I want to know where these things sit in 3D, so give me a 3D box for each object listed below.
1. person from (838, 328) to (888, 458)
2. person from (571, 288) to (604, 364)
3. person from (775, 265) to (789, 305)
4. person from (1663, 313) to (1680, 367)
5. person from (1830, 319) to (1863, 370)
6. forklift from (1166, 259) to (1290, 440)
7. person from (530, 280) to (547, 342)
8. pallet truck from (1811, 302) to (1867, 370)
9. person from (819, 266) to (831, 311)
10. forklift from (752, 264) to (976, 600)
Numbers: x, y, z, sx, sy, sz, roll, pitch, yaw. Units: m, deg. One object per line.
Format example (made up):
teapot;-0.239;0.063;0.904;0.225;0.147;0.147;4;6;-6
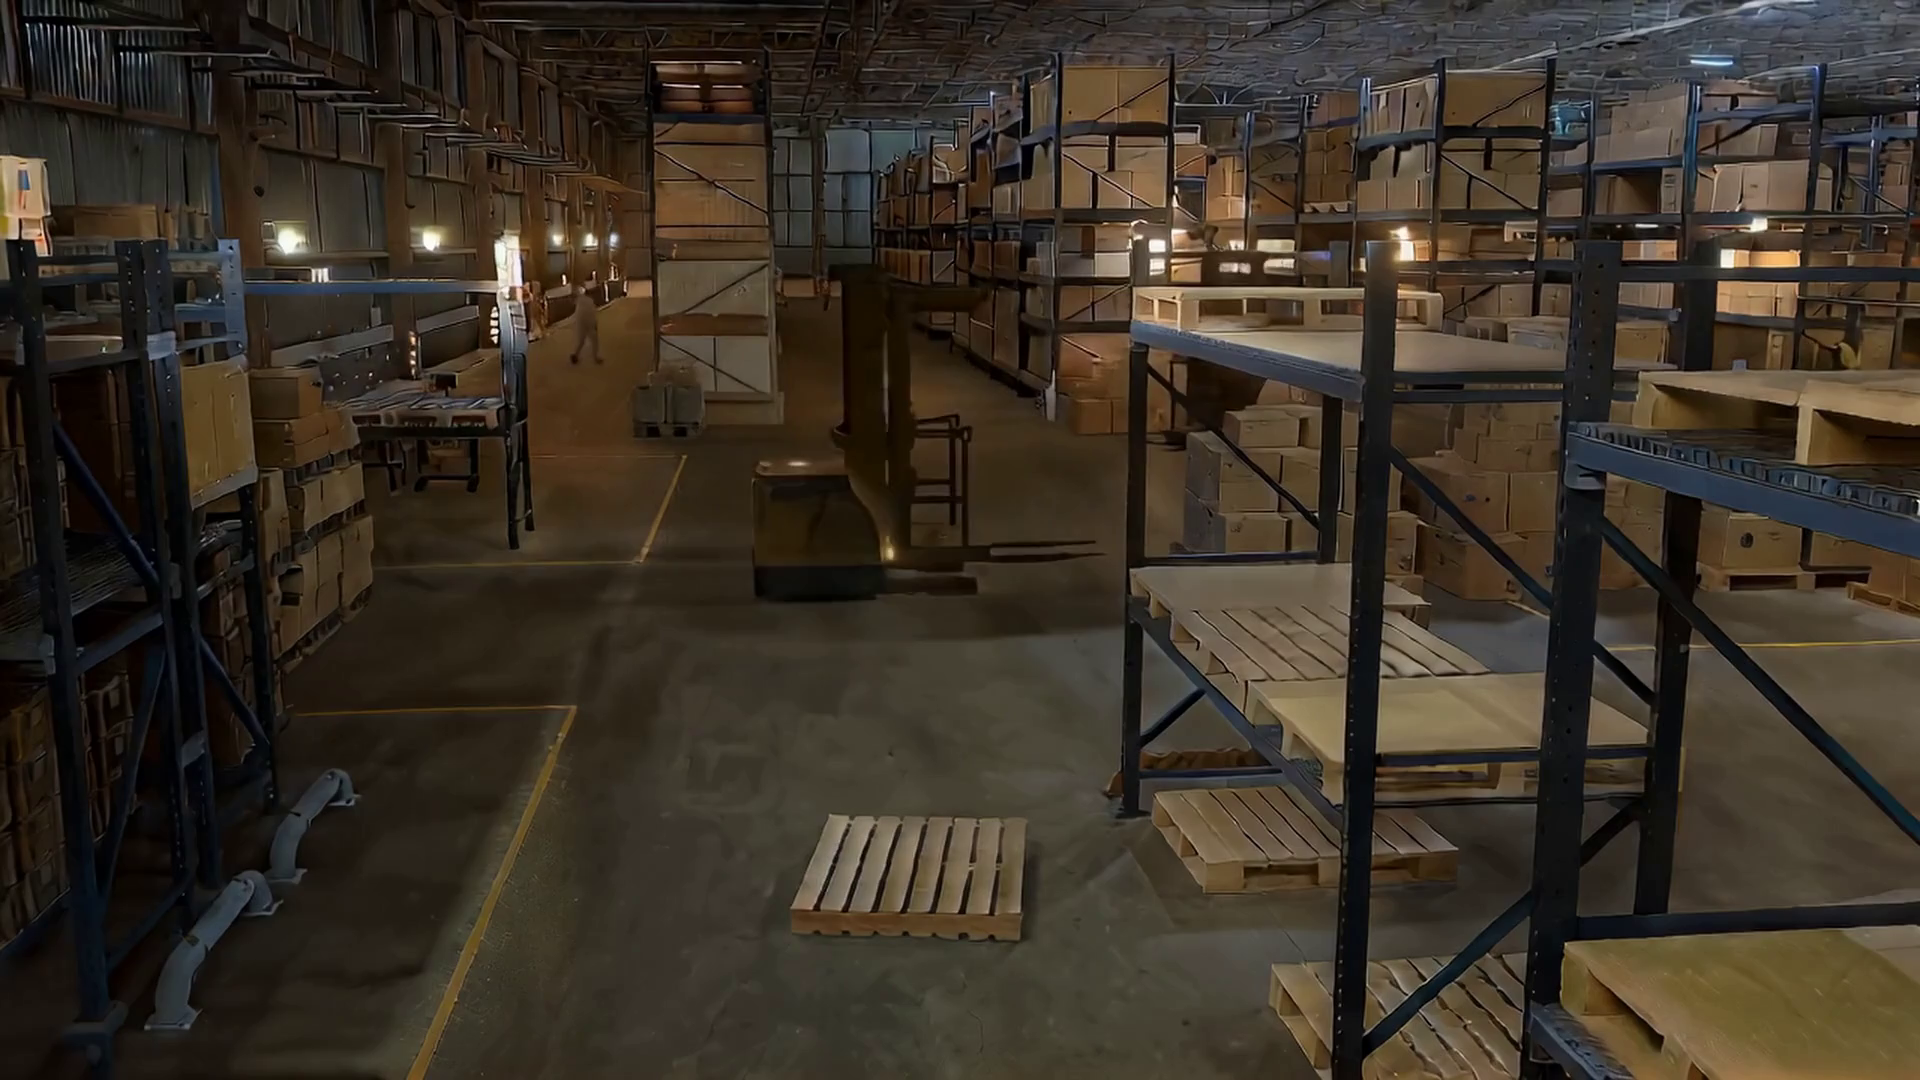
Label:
person;-1.292;-2.076;23.201;0.937;1.898;0.546;4;11;23
person;-9.167;-5.244;40.780;0.646;1.883;0.907;6;12;30
person;-8.528;-11.957;78.063;1.048;1.829;0.681;3;11;18
person;11.398;-2.642;26.170;0.879;1.949;0.667;-7;13;-35
person;12.599;-2.187;23.718;0.590;1.919;0.396;-6;12;-29
forklift;4.049;-2.842;24.682;1.129;2.768;1.873;8;13;38
person;-12.594;-6.845;49.770;0.560;1.837;0.388;2;11;13
pallet truck;15.846;-3.142;28.793;1.885;1.965;0.823;2;10;12
person;-5.760;-10.734;71.065;0.565;1.918;0.541;-3;11;-16
forklift;-0.853;-0.968;14.295;1.873;2.768;1.129;-1;10;-6
